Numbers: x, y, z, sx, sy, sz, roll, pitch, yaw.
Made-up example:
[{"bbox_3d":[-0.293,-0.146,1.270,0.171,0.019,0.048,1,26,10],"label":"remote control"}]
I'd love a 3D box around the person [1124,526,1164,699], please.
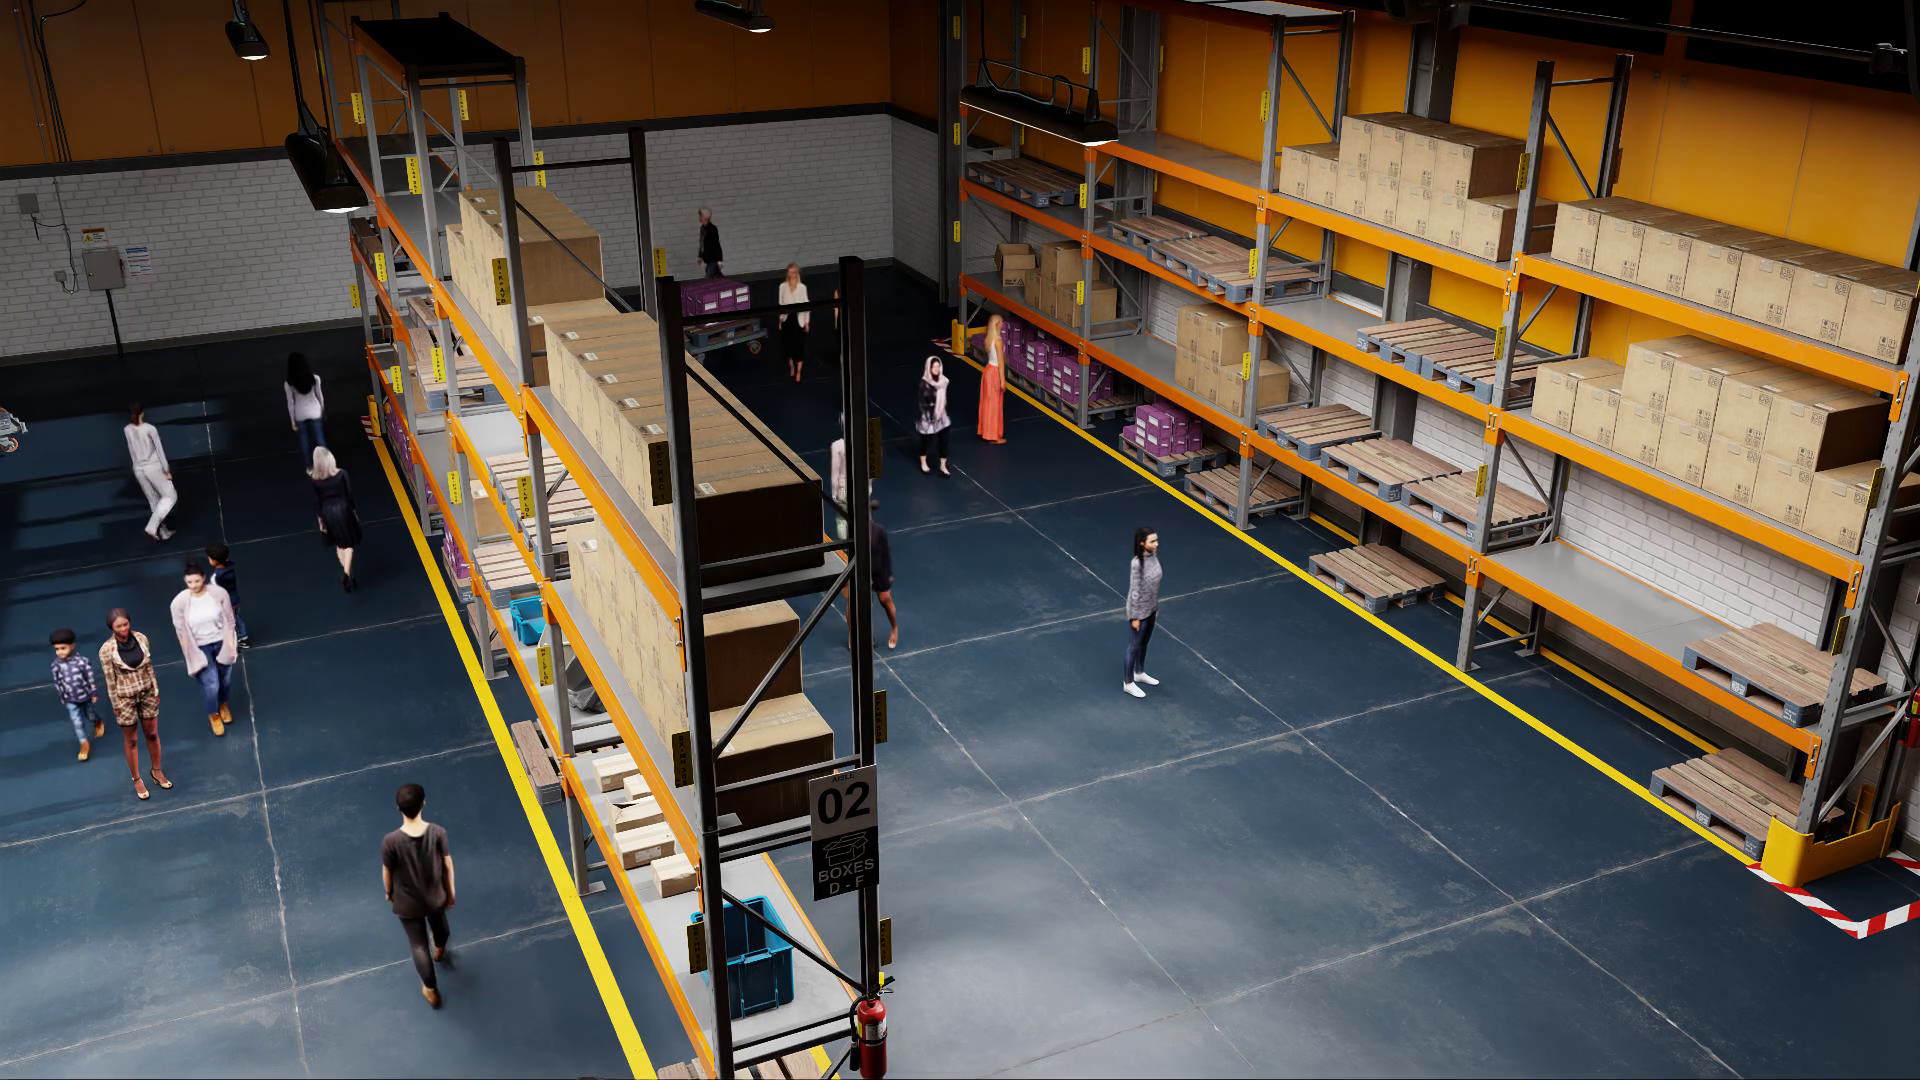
[{"bbox_3d":[1.775,0.664,16.219,0.700,1.733,0.688,14,27,29],"label":"person"}]

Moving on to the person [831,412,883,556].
[{"bbox_3d":[-1.177,-0.520,18.779,0.753,1.853,1.082,-14,27,-29],"label":"person"}]

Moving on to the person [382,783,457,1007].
[{"bbox_3d":[-3.853,2.574,11.910,0.650,1.684,0.973,-12,26,-26],"label":"person"}]

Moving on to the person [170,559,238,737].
[{"bbox_3d":[-7.055,0.941,15.597,0.743,1.723,0.804,-16,28,-33],"label":"person"}]

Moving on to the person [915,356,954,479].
[{"bbox_3d":[-0.415,-1.626,21.608,0.689,1.613,0.848,-13,27,-27],"label":"person"}]

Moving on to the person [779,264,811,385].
[{"bbox_3d":[-2.479,-3.266,25.063,0.778,1.850,0.810,3,24,8],"label":"person"}]

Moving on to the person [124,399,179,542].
[{"bbox_3d":[-9.513,-0.769,19.460,0.836,1.763,0.917,5,24,11],"label":"person"}]

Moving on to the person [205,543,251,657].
[{"bbox_3d":[-7.500,0.596,17.014,0.648,1.221,0.566,5,24,11],"label":"person"}]

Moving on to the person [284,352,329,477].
[{"bbox_3d":[-8.316,-1.542,21.290,0.634,1.713,0.994,-12,27,-26],"label":"person"}]

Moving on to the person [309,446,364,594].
[{"bbox_3d":[-6.785,-0.172,18.139,0.696,1.727,0.949,-6,24,-14],"label":"person"}]

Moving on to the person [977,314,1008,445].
[{"bbox_3d":[0.458,-2.206,22.698,0.723,1.801,0.559,-7,25,-15],"label":"person"}]

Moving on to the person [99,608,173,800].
[{"bbox_3d":[-7.175,1.398,14.463,0.670,1.794,0.658,19,30,36],"label":"person"}]

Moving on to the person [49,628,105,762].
[{"bbox_3d":[-8.066,1.369,15.229,0.583,1.235,0.818,-6,24,-13],"label":"person"}]
